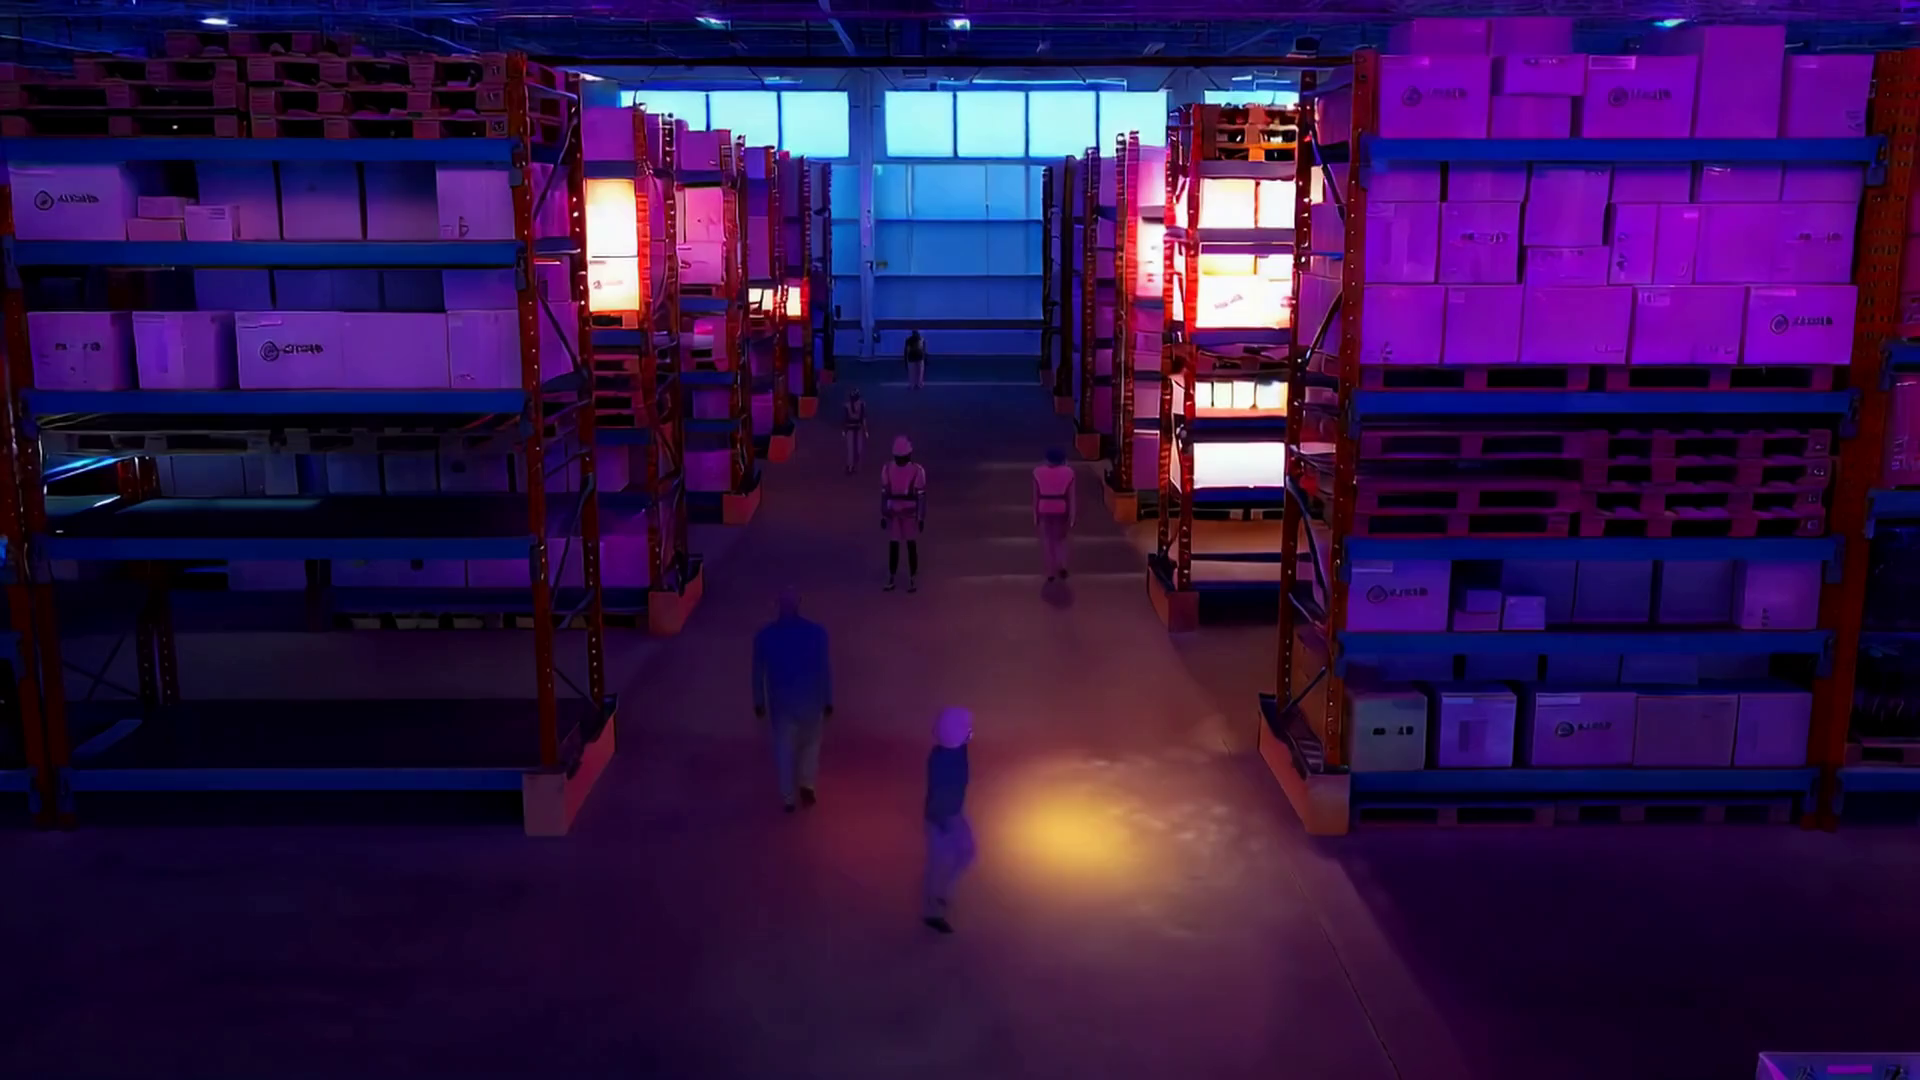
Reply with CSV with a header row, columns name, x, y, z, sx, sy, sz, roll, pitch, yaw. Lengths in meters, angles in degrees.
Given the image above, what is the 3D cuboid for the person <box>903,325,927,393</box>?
name,x,y,z,sx,sy,sz,roll,pitch,yaw
person,-1.205,-4.851,44.460,0.644,1.792,0.949,1,11,5

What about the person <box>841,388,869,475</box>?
name,x,y,z,sx,sy,sz,roll,pitch,yaw
person,-1.931,-1.998,30.761,0.519,1.616,0.681,-2,12,-9

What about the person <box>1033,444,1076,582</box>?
name,x,y,z,sx,sy,sz,roll,pitch,yaw
person,1.252,-0.354,22.076,0.576,1.826,0.509,1,11,6

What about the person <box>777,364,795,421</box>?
name,x,y,z,sx,sy,sz,roll,pitch,yaw
person,-3.772,-2.958,35.518,0.630,1.610,0.509,7,14,32

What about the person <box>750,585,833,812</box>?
name,x,y,z,sx,sy,sz,roll,pitch,yaw
person,-1.384,1.305,13.685,0.683,1.889,0.434,0,11,0

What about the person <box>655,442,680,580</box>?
name,x,y,z,sx,sy,sz,roll,pitch,yaw
person,-3.984,-0.413,22.166,0.833,1.912,0.633,1,11,6

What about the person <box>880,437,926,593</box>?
name,x,y,z,sx,sy,sz,roll,pitch,yaw
person,-0.747,-0.320,21.394,0.605,2.034,0.387,3,12,15

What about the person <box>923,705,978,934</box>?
name,x,y,z,sx,sy,sz,roll,pitch,yaw
person,-0.082,1.907,11.396,0.378,1.622,0.495,7,13,30
